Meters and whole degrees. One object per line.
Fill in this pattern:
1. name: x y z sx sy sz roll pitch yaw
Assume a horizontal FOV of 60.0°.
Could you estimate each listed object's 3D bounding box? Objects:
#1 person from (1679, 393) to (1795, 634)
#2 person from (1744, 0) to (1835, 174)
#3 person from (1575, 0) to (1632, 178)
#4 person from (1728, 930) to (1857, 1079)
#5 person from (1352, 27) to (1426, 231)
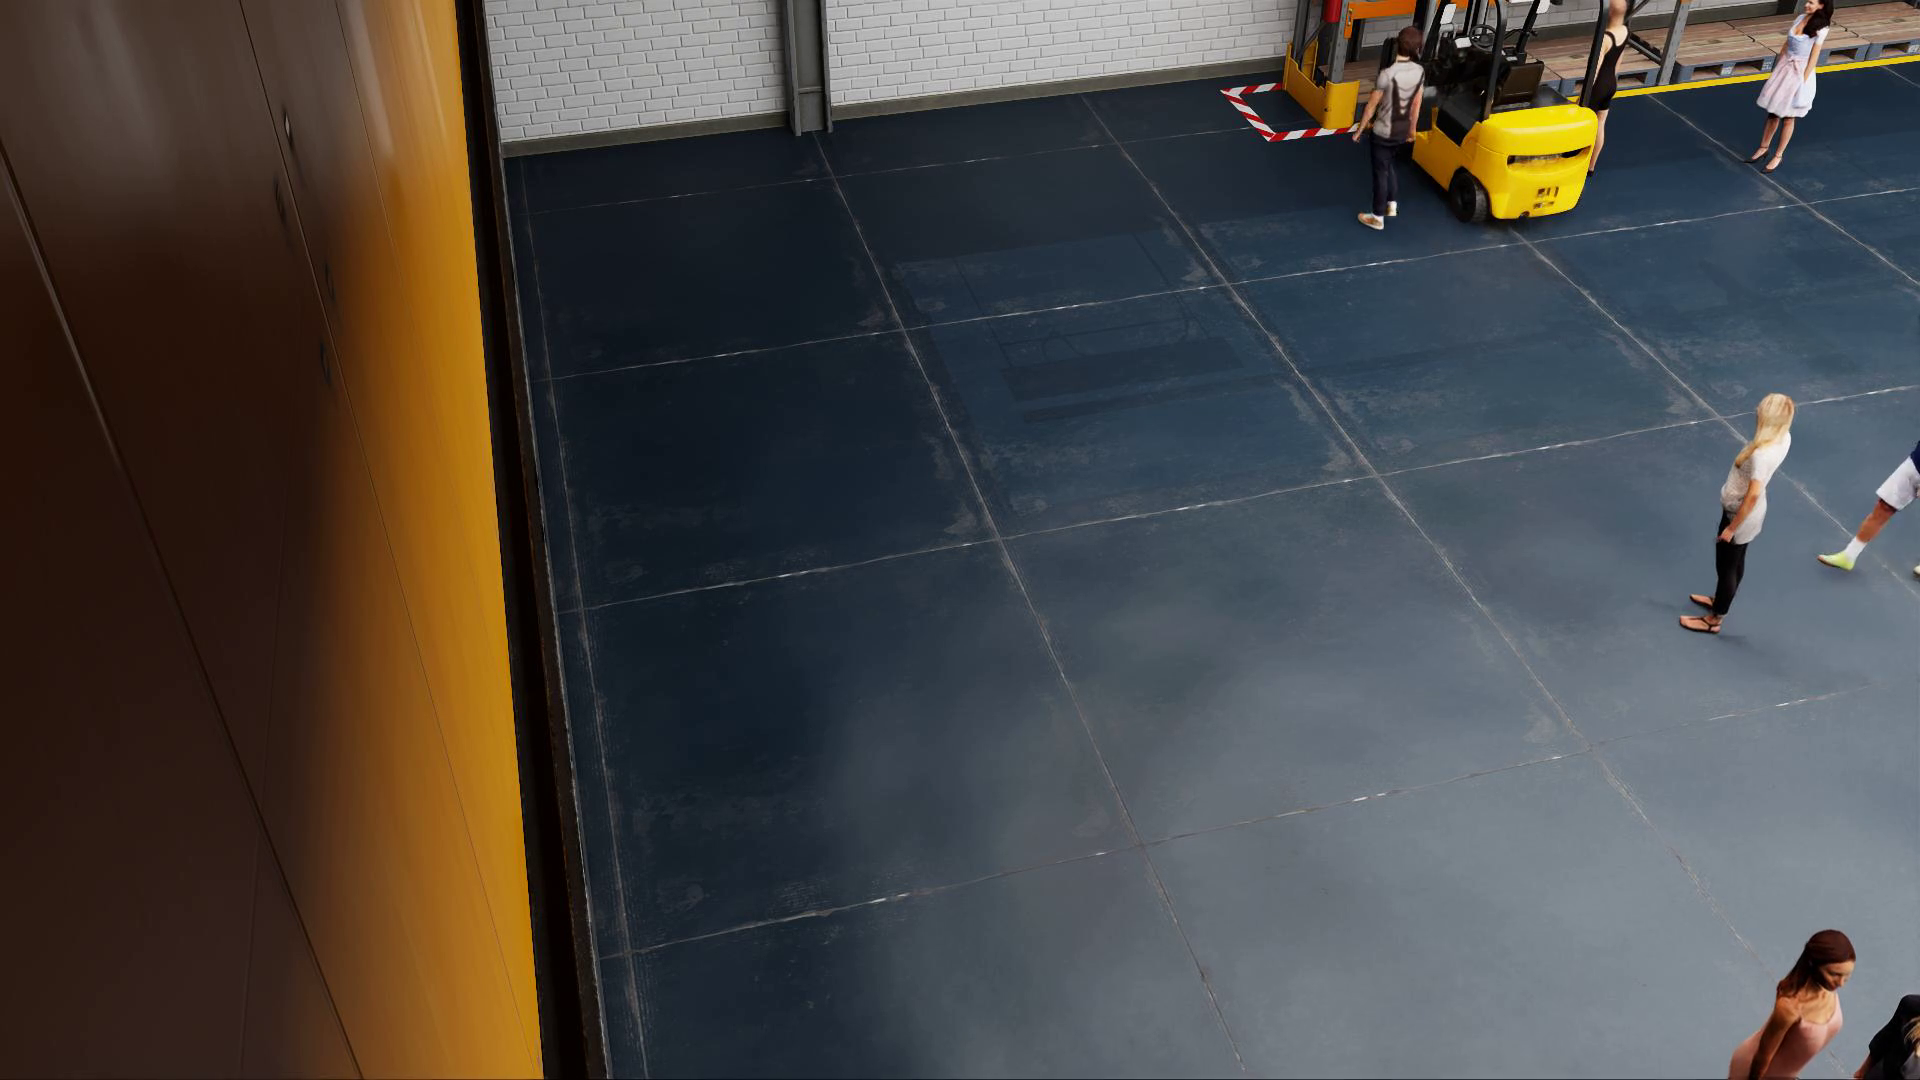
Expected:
1. person: 5.100 -0.167 10.817 0.751 1.824 0.672 24 44 27
2. person: 8.113 -4.480 16.222 0.714 1.818 0.692 -11 40 -14
3. person: 6.169 -4.332 16.040 0.608 1.813 0.773 -27 46 -29
4. person: 3.686 2.397 7.601 0.567 1.831 0.702 -23 44 -26
5. person: 4.004 -3.697 15.202 0.688 1.868 0.832 -21 43 -24
